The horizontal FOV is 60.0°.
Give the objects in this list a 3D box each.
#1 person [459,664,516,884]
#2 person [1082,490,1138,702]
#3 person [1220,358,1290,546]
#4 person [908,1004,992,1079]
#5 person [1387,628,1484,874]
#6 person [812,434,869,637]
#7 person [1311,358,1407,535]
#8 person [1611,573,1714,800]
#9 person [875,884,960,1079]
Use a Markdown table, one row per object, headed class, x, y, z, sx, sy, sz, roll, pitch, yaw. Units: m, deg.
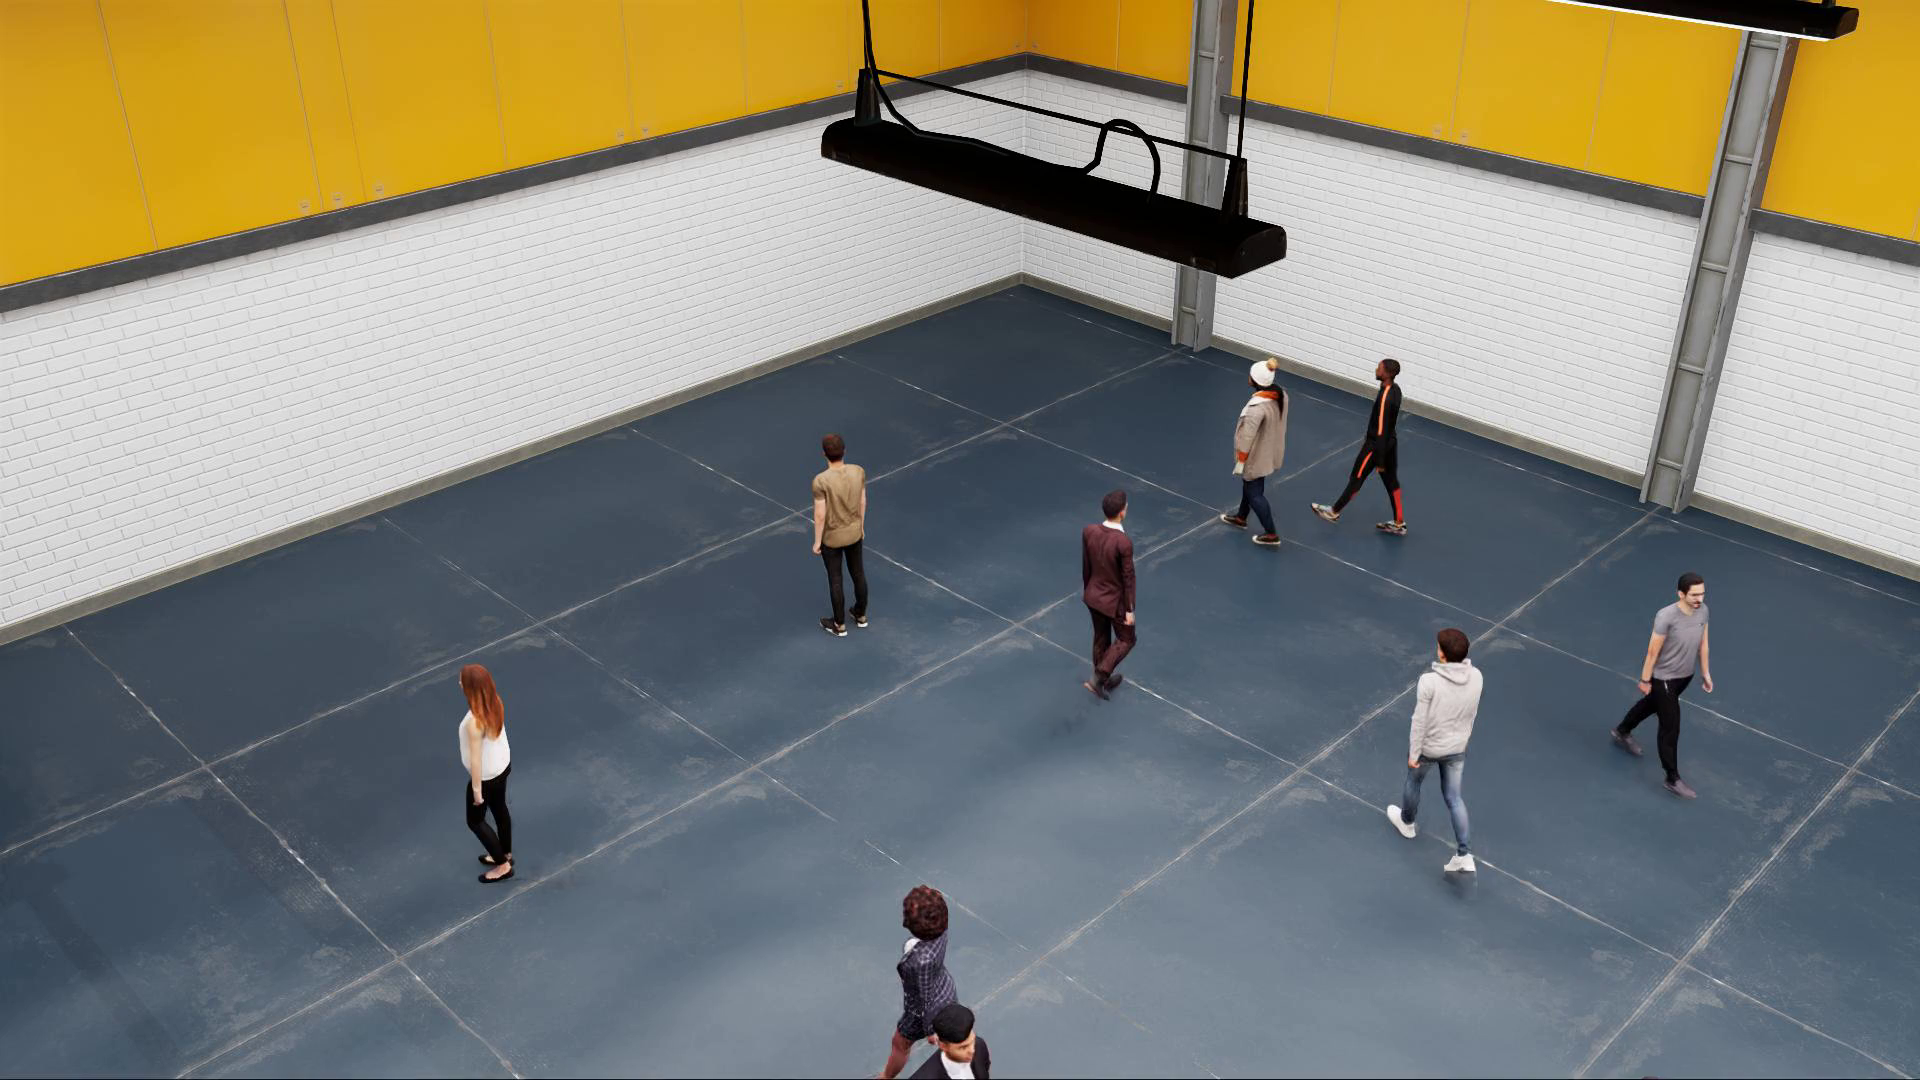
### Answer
| class | x | y | z | sx | sy | sz | roll | pitch | yaw |
| --- | --- | --- | --- | --- | --- | --- | --- | --- | --- |
| person | -3.160 | 1.580 | 11.345 | 0.751 | 1.717 | 0.718 | 6 | 29 | 11 |
| person | 1.145 | 0.490 | 13.195 | 0.739 | 1.857 | 0.773 | 24 | 37 | 37 |
| person | 2.863 | -0.812 | 15.564 | 1.009 | 1.875 | 0.752 | 22 | 35 | 34 |
| person | -0.110 | 3.052 | 8.482 | 0.687 | 1.874 | 0.737 | 23 | 36 | 36 |
| person | 3.355 | 1.470 | 11.436 | 1.078 | 1.821 | 1.309 | -7 | 29 | -13 |
| person | -1.009 | -0.049 | 14.191 | 0.706 | 1.850 | 0.639 | -17 | 33 | -29 |
| person | 4.074 | -0.845 | 15.741 | 1.214 | 1.763 | 0.843 | 15 | 32 | 26 |
| person | 5.259 | 0.974 | 12.455 | 0.827 | 1.717 | 1.198 | -15 | 32 | -25 |
| person | -0.076 | 2.673 | 9.415 | 1.159 | 1.644 | 0.890 | 11 | 31 | 20 |
